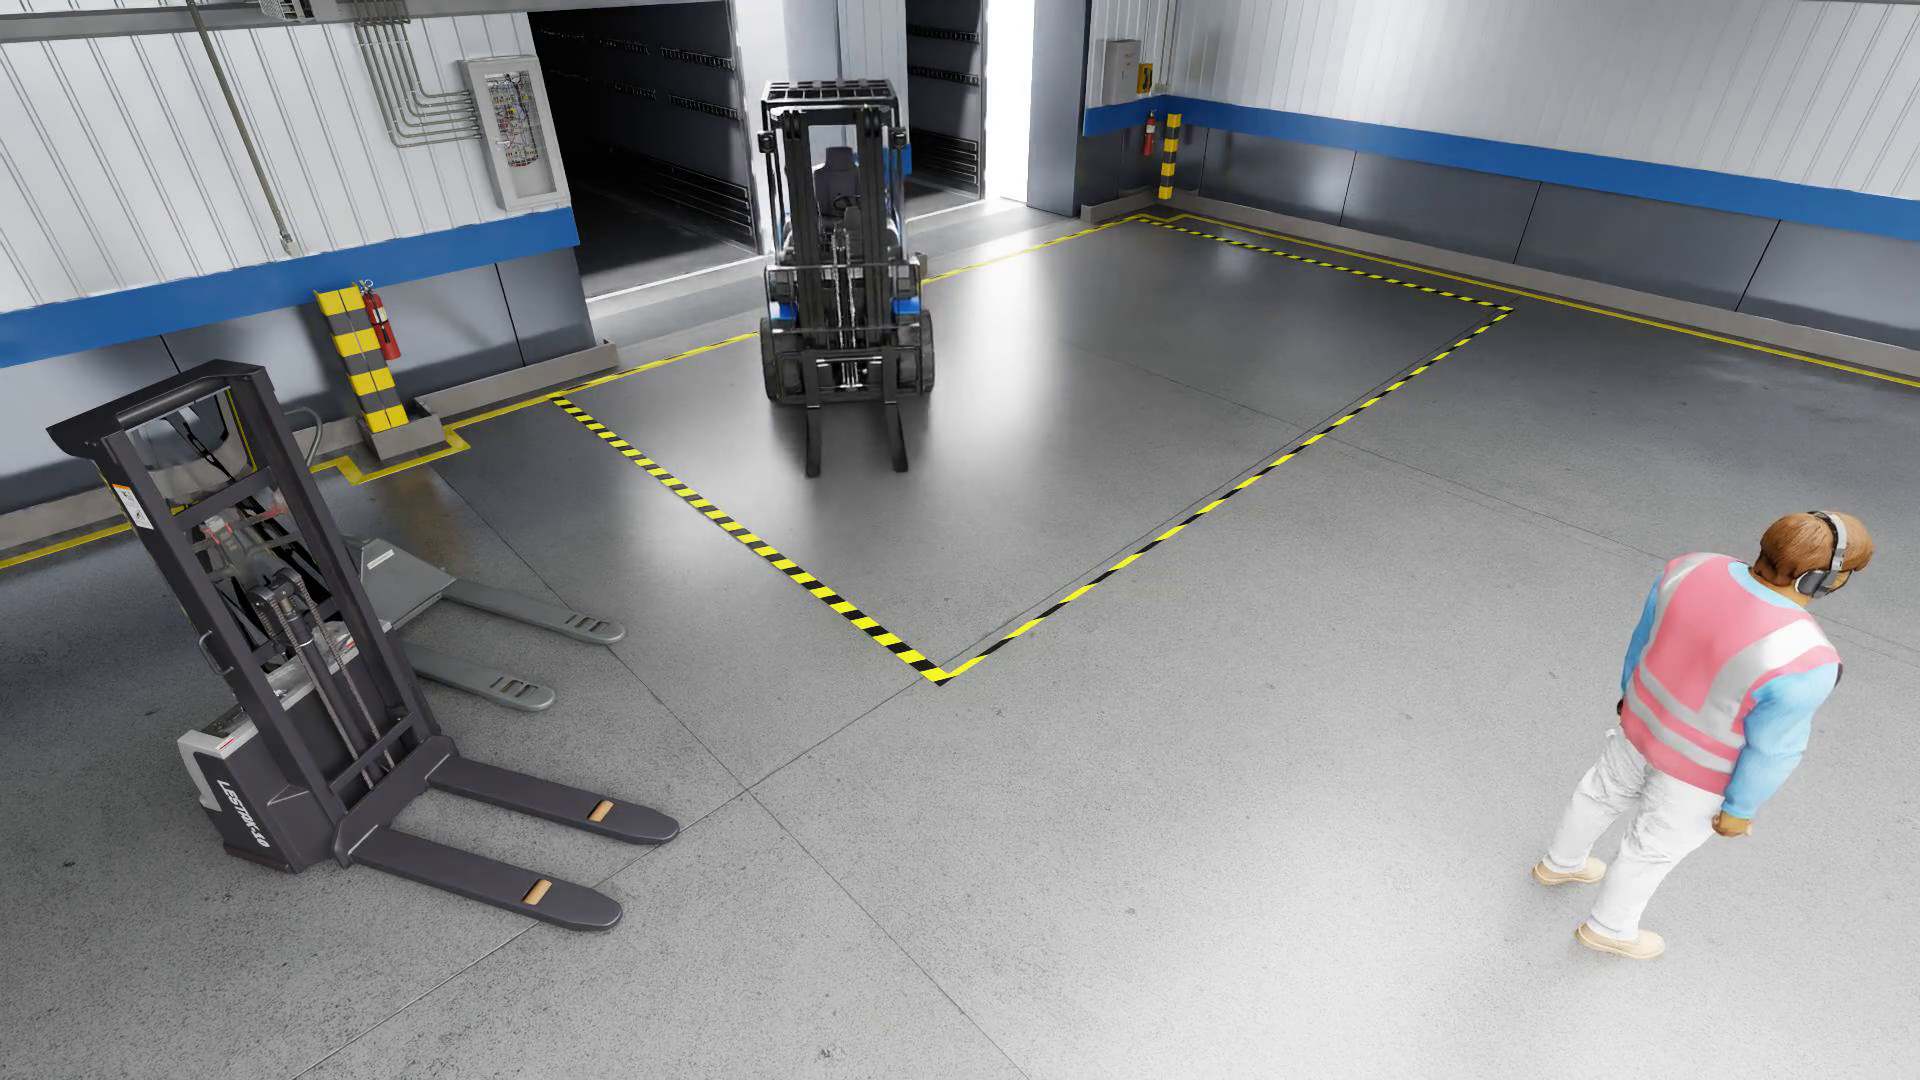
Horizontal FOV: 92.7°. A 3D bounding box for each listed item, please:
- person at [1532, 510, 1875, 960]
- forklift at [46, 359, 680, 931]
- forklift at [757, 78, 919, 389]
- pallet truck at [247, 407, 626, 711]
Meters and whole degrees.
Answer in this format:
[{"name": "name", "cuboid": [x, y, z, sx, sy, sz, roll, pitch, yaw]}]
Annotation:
[{"name": "person", "cuboid": [2.464, 0.691, 3.096, 0.429, 1.843, 0.628, -1, 34, -2]}, {"name": "forklift", "cuboid": [-2.135, 0.422, 3.354, 1.885, 1.965, 0.823, 10, 35, 14]}, {"name": "forklift", "cuboid": [-0.990, -2.607, 7.487, 1.157, 2.036, 2.680, -4, 34, -6]}, {"name": "pallet truck", "cuboid": [-2.628, 0.038, 4.590, 1.601, 1.201, 0.680, 12, 36, 18]}]
